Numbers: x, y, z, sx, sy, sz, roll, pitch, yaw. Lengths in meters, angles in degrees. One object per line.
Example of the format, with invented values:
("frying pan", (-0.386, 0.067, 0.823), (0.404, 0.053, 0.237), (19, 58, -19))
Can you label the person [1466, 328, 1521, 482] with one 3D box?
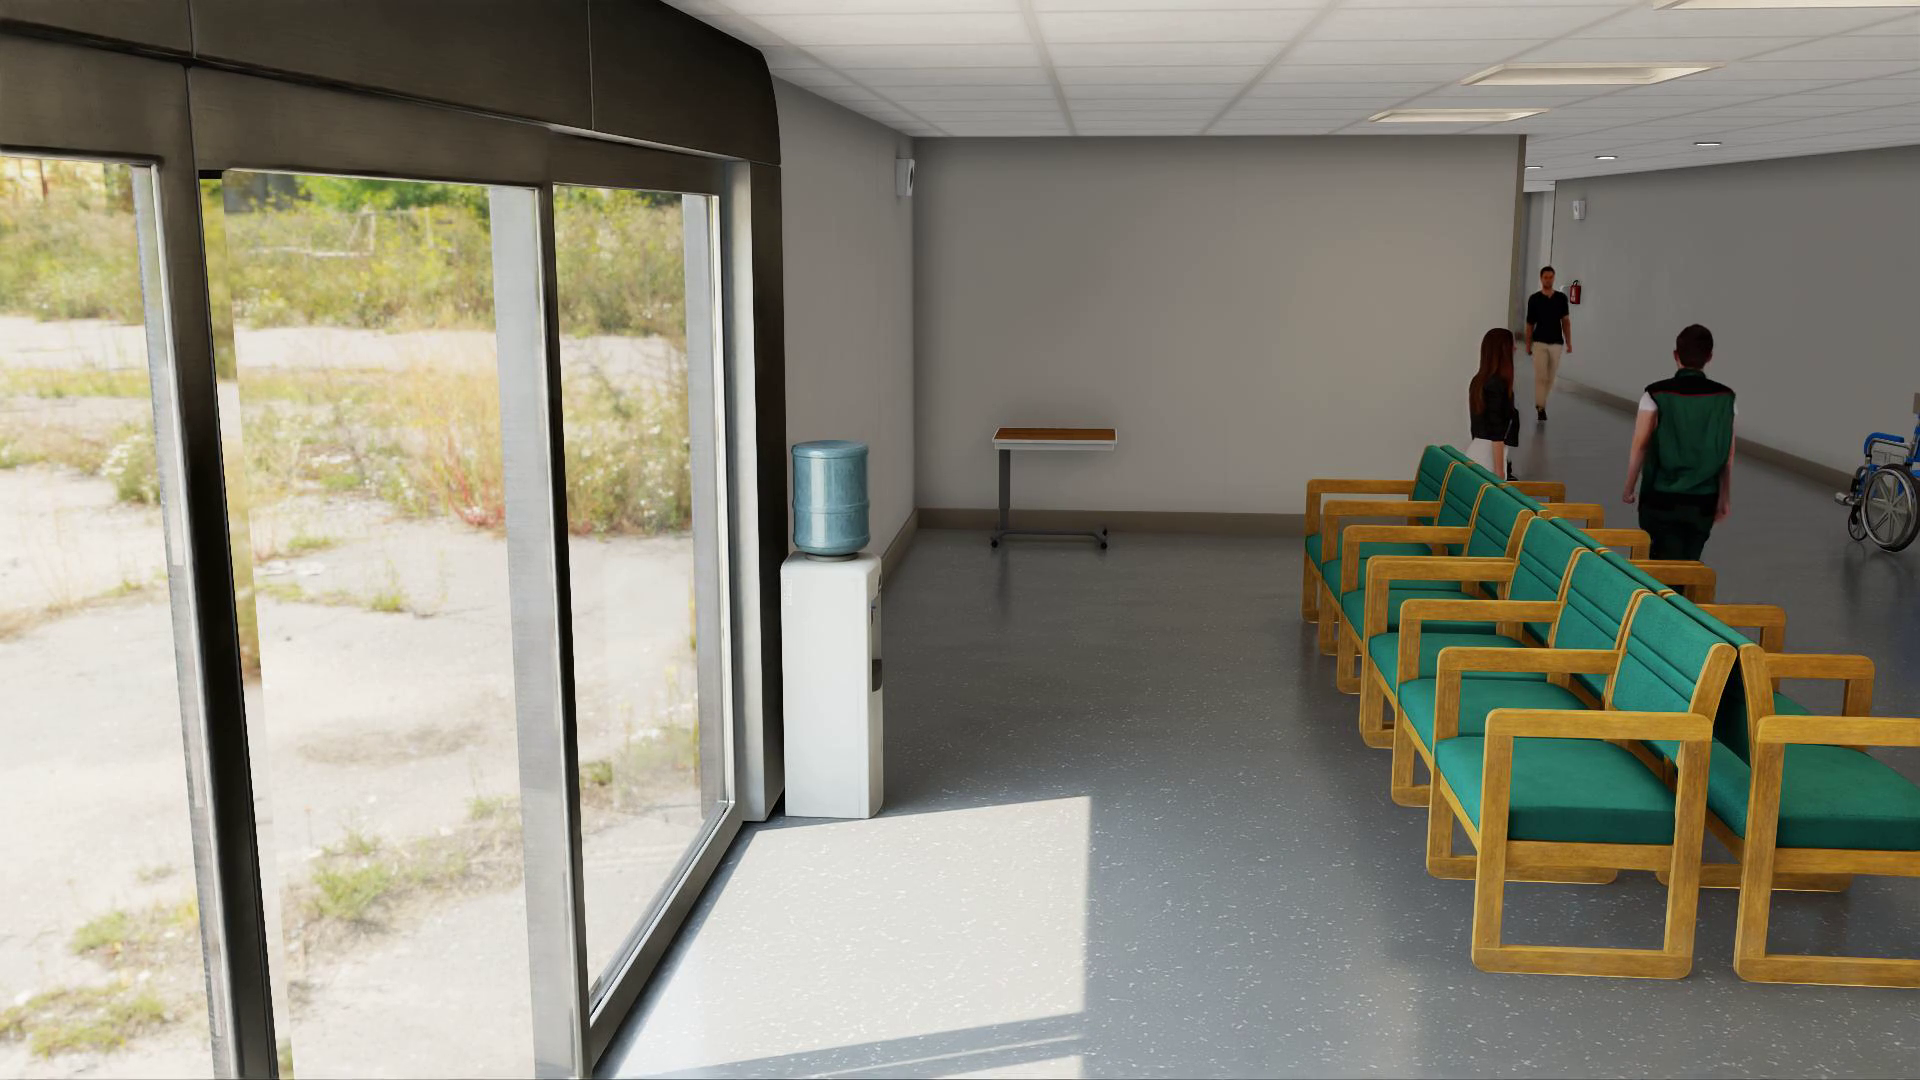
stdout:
("person", (3.389, -0.511, 10.686), (0.527, 1.703, 0.615), (0, 11, 2))

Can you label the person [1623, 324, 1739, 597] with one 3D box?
("person", (3.773, -0.180, 8.704), (1.018, 1.791, 0.709), (1, 11, 4))

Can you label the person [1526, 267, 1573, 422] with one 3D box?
("person", (7.076, -2.350, 20.069), (1.080, 1.817, 0.722), (1, 11, 7))
